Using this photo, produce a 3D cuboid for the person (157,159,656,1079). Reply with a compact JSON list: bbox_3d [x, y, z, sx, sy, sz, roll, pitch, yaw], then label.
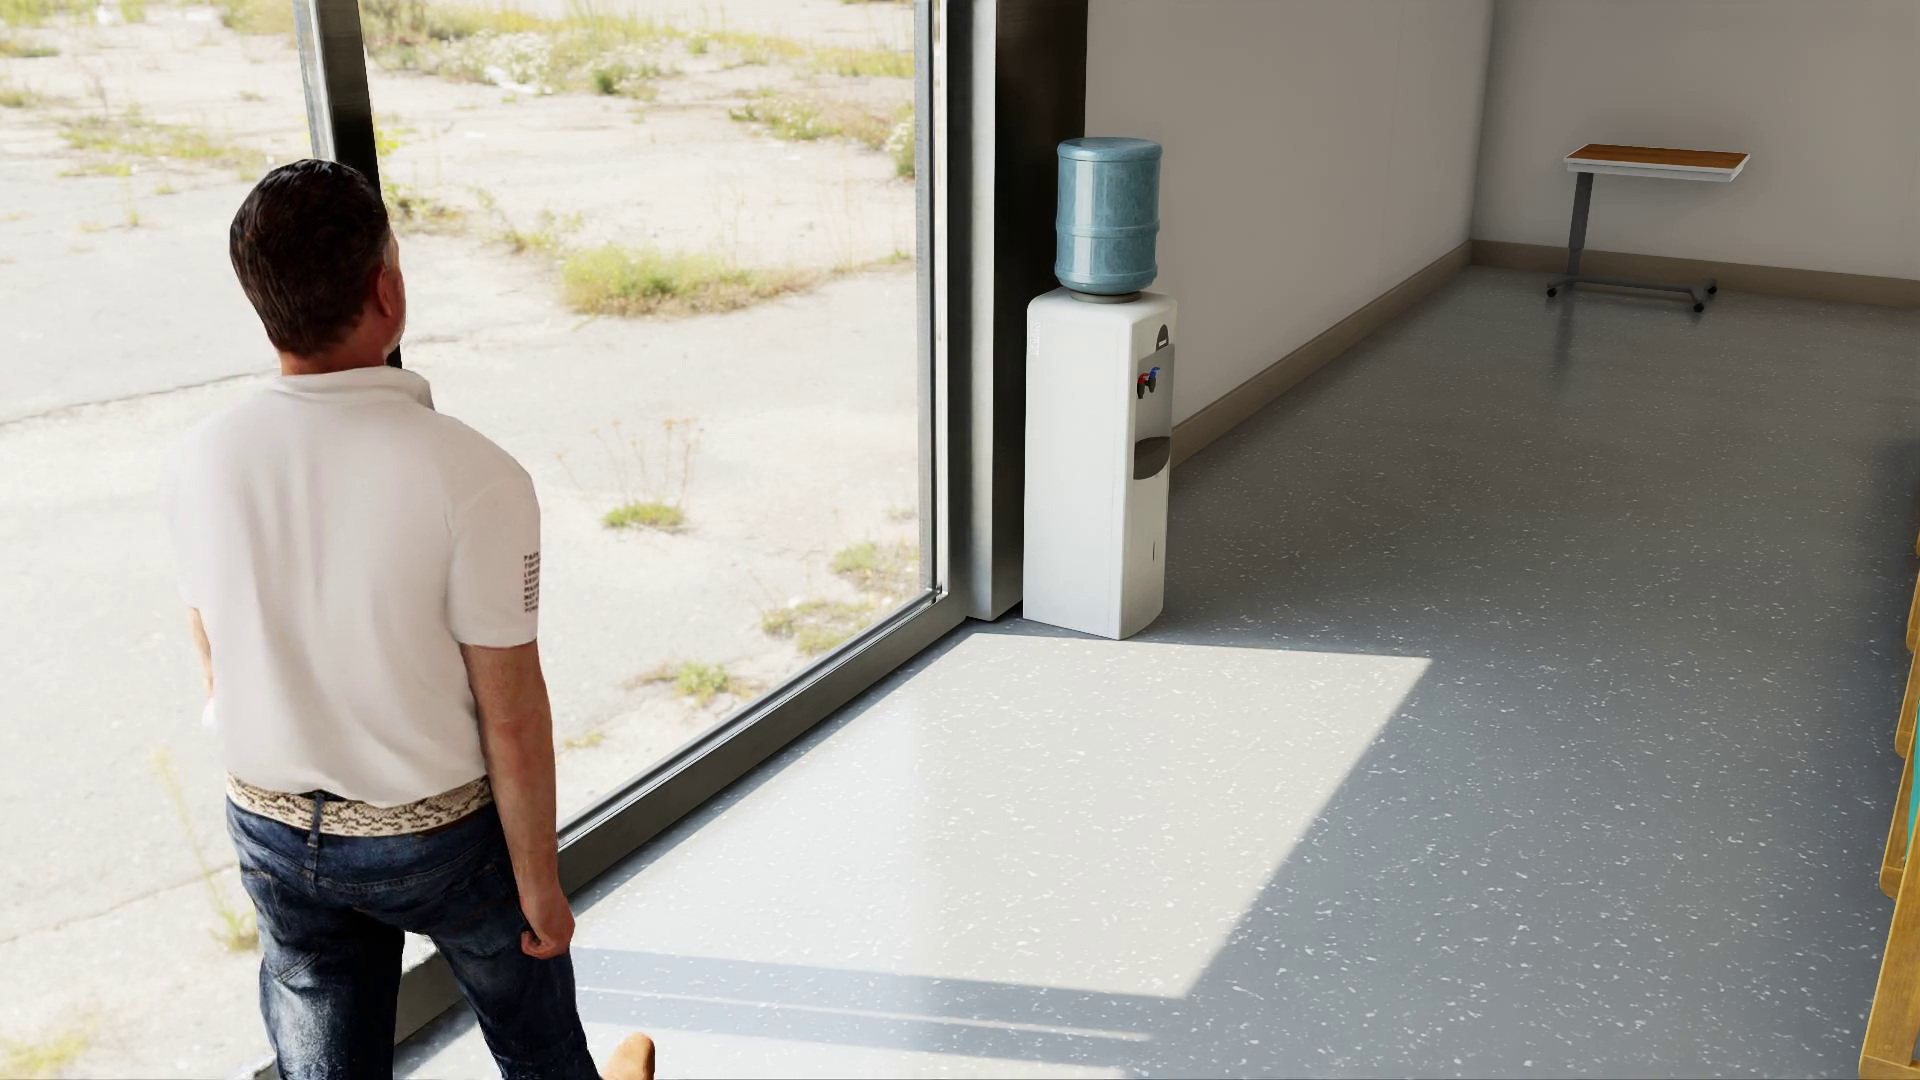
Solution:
[{"bbox_3d":[-0.804,0.472,2.173,1.150,1.823,1.007,3,21,8],"label":"person"}]
